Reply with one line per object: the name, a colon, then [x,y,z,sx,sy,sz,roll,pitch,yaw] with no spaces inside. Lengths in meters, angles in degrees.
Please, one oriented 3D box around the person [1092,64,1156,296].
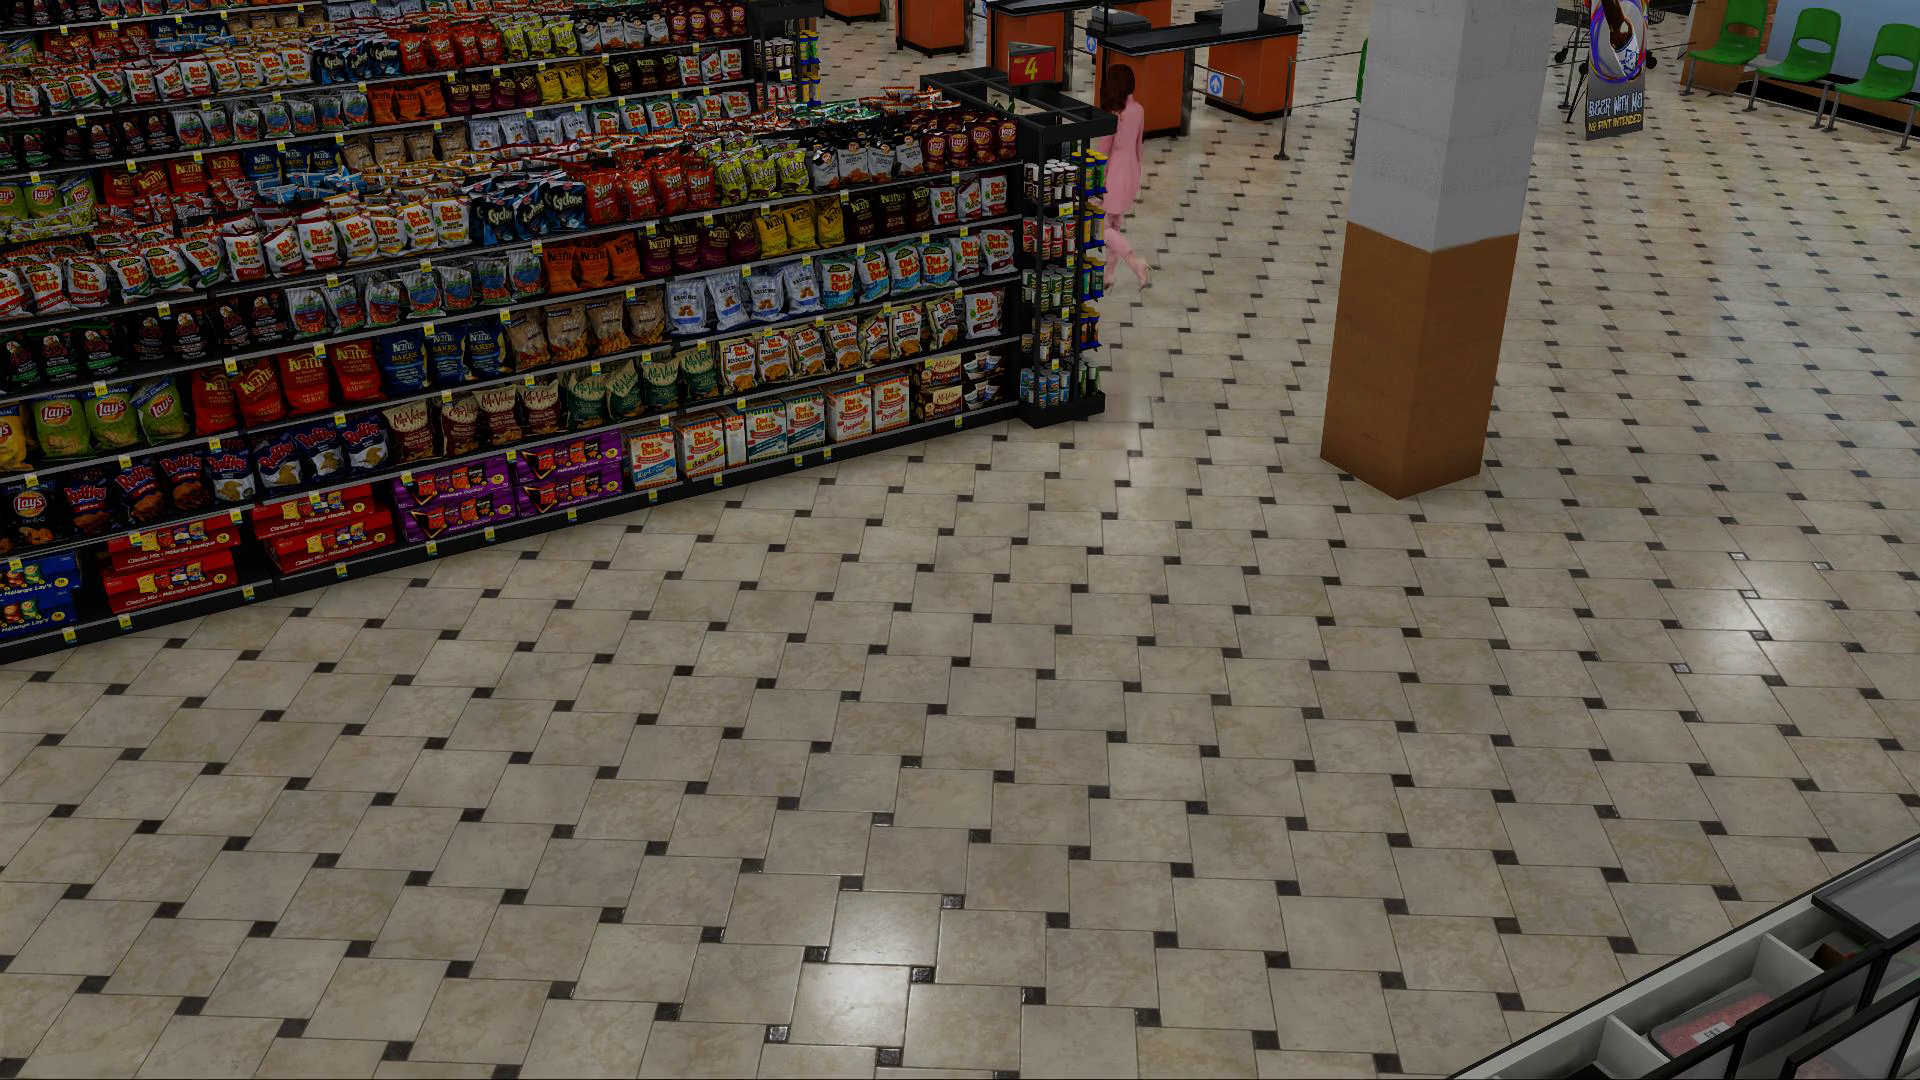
person: [1.259,-2.681,12.650,0.895,1.787,0.776,-22,35,-34]
